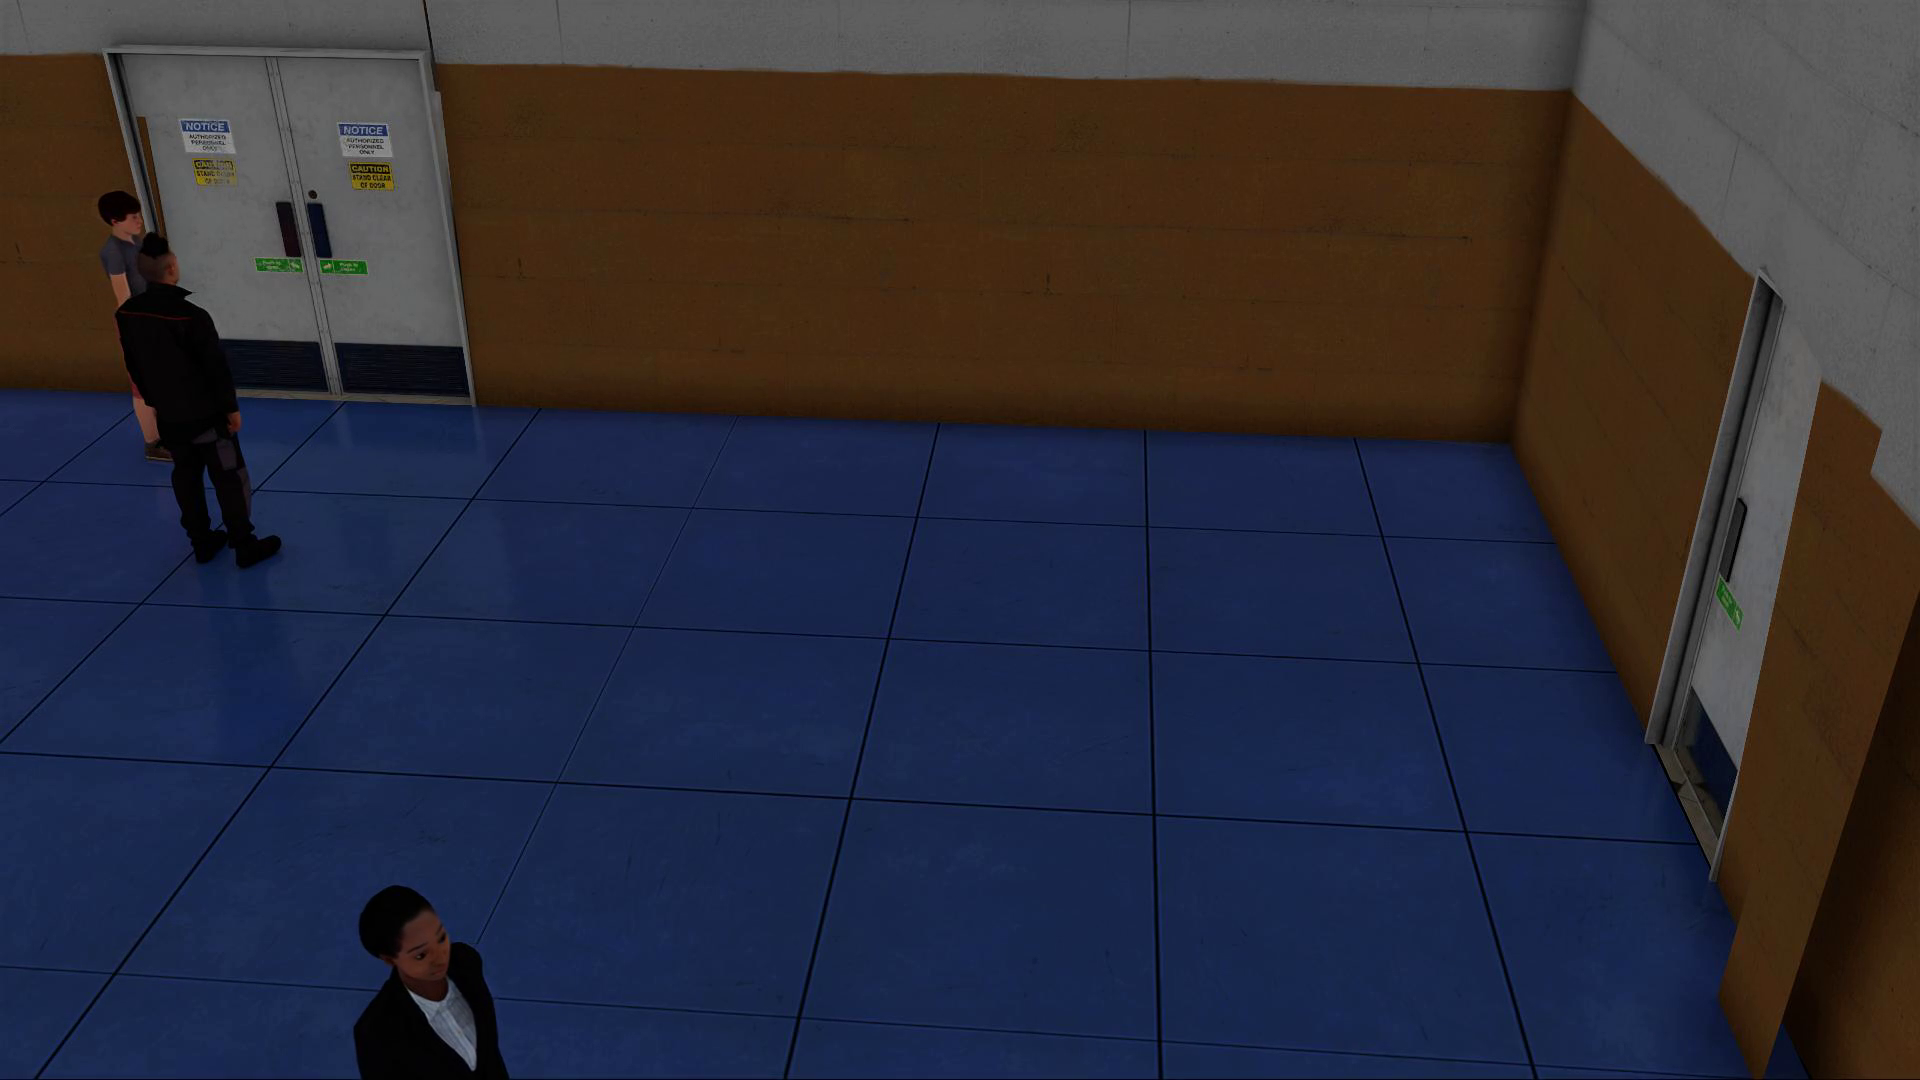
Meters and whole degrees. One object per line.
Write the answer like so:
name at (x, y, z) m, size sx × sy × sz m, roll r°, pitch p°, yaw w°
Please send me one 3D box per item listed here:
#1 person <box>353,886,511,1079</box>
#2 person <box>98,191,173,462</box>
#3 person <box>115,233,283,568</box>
person at (-1.356, 1.669, 4.461) m, size 0.724 × 1.834 × 0.574 m, roll 13°, pitch 31°, yaw 22°
person at (-4.971, -1.306, 10.091) m, size 0.696 × 1.648 × 0.516 m, roll -3°, pitch 29°, yaw -6°
person at (-4.069, -0.734, 8.801) m, size 0.811 × 1.870 × 0.689 m, roll 8°, pitch 30°, yaw 15°
